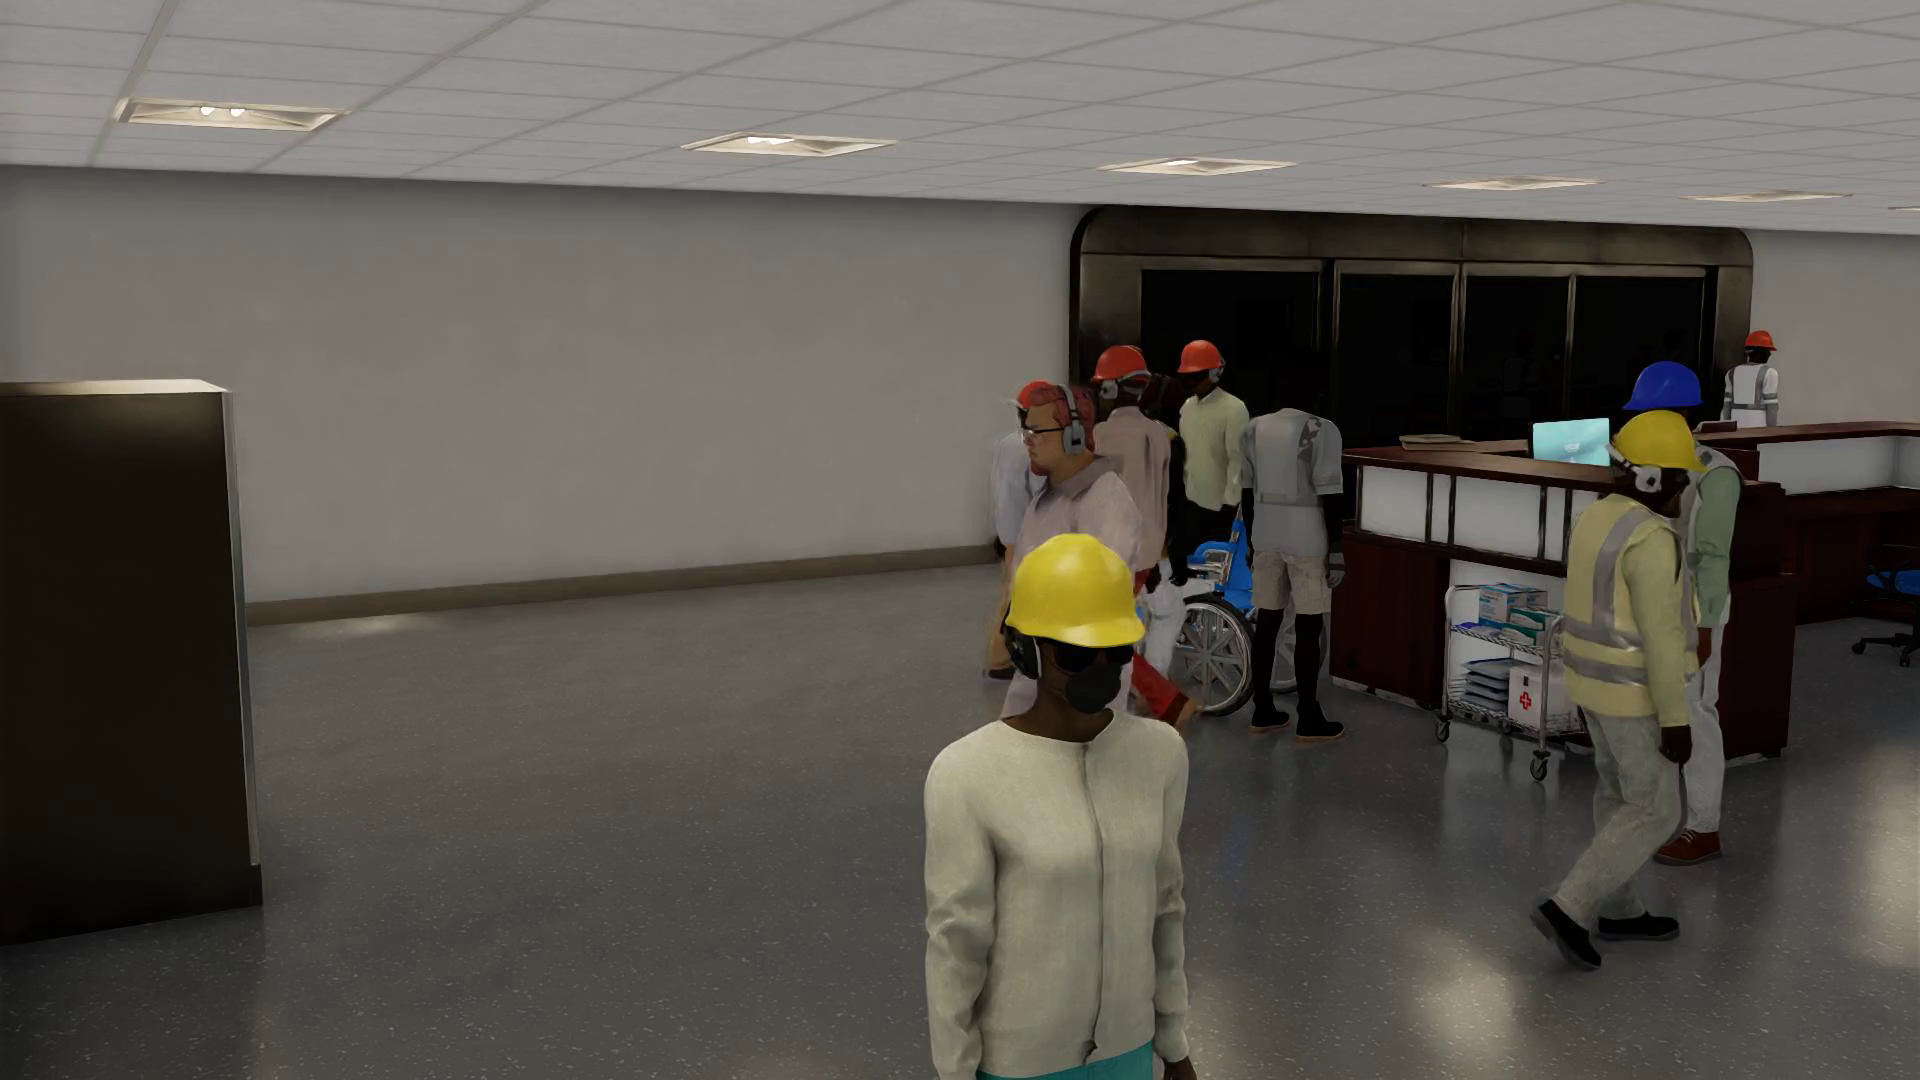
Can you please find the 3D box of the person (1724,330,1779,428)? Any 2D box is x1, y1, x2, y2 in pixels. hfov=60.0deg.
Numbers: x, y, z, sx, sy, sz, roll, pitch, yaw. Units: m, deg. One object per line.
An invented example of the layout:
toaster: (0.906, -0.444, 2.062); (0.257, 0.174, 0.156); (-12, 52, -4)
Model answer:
person: (7.729, -1.073, 16.234); (0.376, 1.933, 0.545); (-4, 9, -28)

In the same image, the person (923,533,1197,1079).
person: (0.180, 0.864, 2.813); (0.525, 1.769, 0.308); (-5, 9, -32)

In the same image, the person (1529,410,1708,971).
person: (2.138, 0.487, 5.402); (0.525, 1.830, 0.604); (0, 8, 1)

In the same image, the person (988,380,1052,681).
person: (0.472, -0.049, 9.542); (0.712, 1.721, 0.581); (-2, 8, -15)

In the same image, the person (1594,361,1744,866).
person: (2.742, 0.277, 6.474); (0.421, 1.939, 0.600); (-3, 8, -18)

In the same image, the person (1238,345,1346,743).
person: (1.658, 0.018, 8.236); (0.379, 1.959, 0.604); (-7, 10, -41)

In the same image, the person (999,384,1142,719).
person: (0.281, 0.444, 5.401); (0.573, 1.889, 0.656); (-3, 8, -19)

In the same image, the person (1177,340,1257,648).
person: (1.578, -0.258, 10.339); (0.736, 1.953, 0.634); (-6, 10, -36)

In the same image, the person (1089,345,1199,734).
person: (0.811, 0.065, 7.855); (0.673, 1.968, 0.616); (6, 10, 37)
